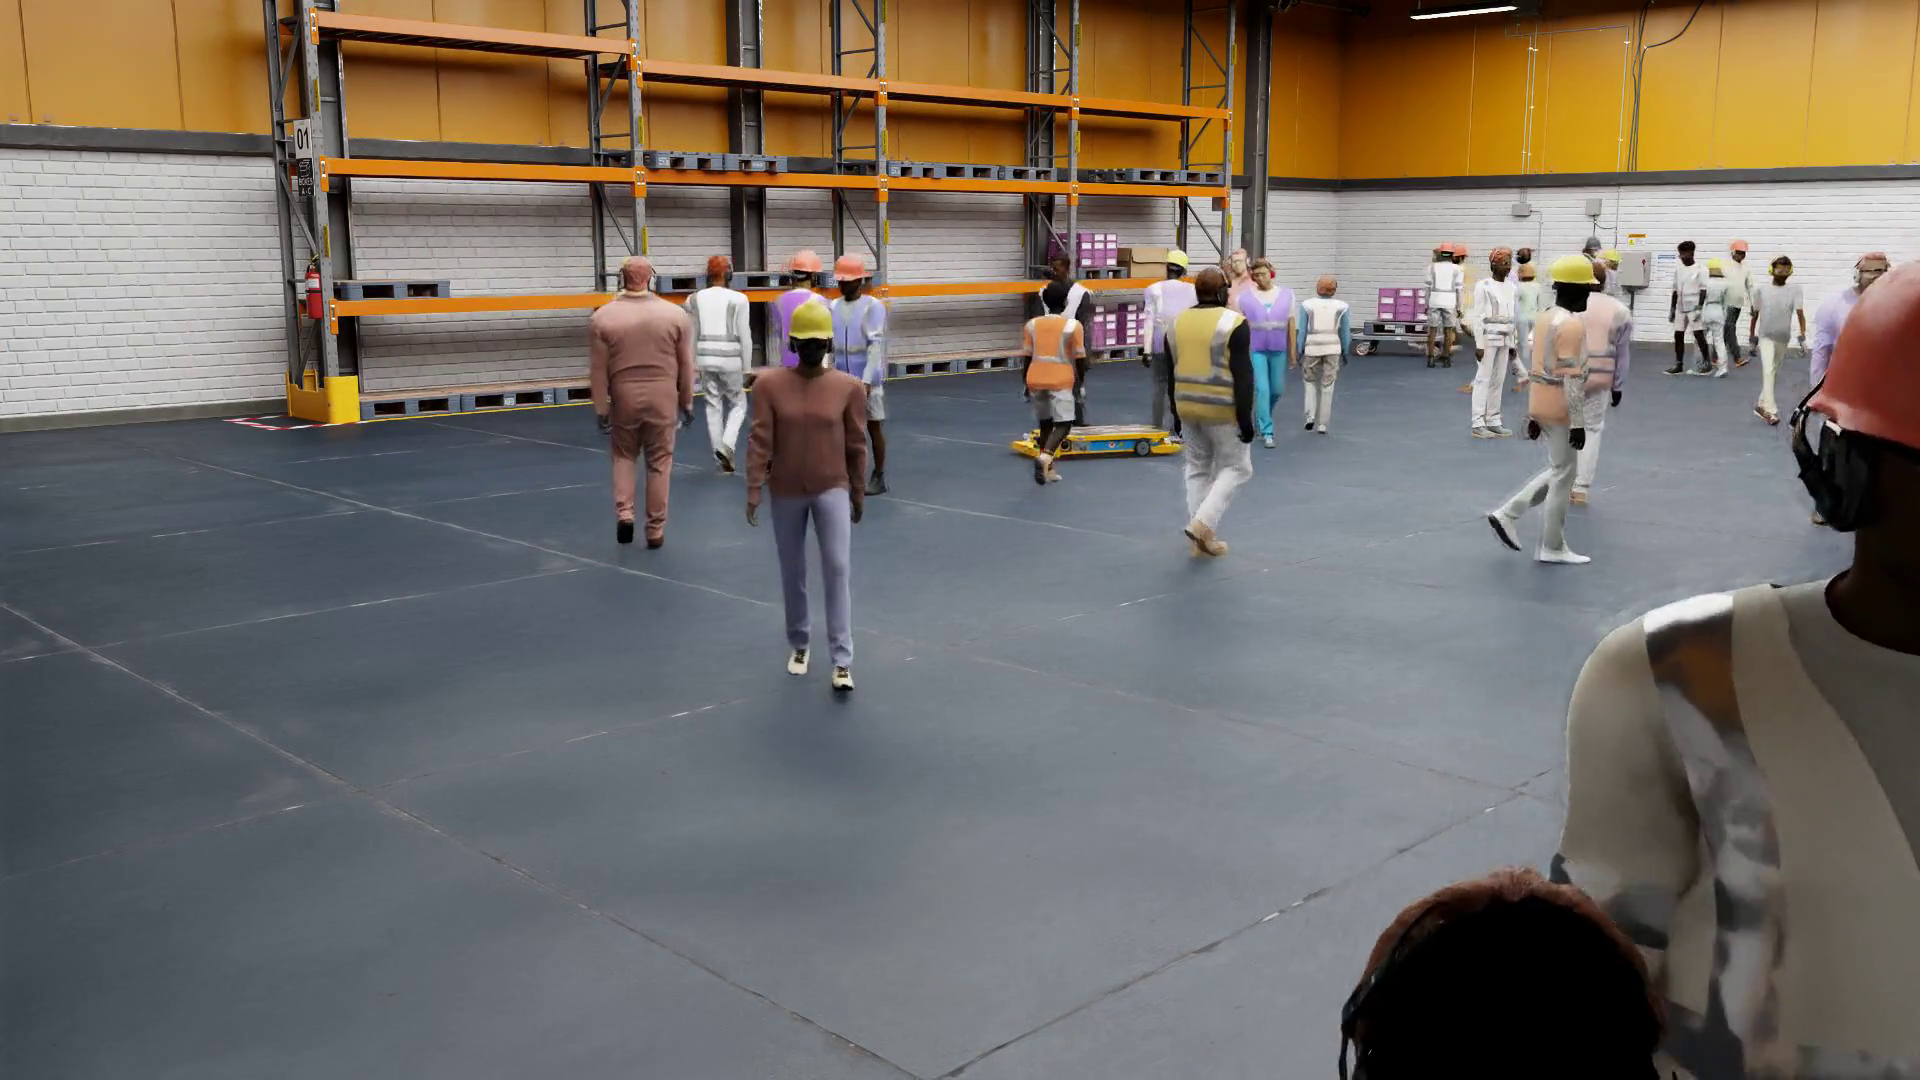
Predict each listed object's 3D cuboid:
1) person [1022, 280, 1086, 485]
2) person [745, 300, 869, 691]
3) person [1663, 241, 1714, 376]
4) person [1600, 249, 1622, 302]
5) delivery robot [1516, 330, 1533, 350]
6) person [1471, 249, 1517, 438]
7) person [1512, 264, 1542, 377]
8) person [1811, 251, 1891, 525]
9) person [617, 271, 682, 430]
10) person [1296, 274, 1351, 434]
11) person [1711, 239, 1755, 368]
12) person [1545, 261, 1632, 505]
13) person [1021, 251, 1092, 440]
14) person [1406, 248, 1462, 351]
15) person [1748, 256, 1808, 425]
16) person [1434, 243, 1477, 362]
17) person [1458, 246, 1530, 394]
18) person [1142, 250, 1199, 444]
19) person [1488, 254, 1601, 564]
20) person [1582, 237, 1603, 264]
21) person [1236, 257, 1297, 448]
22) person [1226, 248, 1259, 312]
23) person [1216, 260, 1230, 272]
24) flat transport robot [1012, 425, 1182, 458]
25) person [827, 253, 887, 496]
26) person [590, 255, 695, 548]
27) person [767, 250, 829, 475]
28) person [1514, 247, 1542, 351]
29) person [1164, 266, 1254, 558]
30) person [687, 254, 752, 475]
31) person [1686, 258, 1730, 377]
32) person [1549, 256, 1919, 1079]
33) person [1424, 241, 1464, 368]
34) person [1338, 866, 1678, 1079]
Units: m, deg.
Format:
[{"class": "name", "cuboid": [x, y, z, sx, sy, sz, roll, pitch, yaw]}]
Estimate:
[{"class": "person", "cuboid": [0.703, -1.233, 13.288, 0.537, 1.676, 0.659, 6, 12, 29]}, {"class": "person", "cuboid": [-0.678, -0.184, 7.408, 0.546, 1.732, 0.852, -1, 10, -3]}, {"class": "person", "cuboid": [10.551, -3.334, 23.984, 0.559, 1.945, 0.763, -4, 11, -22]}, {"class": "person", "cuboid": [10.861, -3.947, 27.758, 0.696, 1.774, 0.874, -9, 14, -41]}, {"class": "delivery robot", "cuboid": [9.373, -3.221, 26.909, 0.707, 0.478, 0.477, 2, 11, 10]}, {"class": "person", "cuboid": [5.371, -1.964, 16.687, 0.575, 1.883, 0.355, -7, 13, -34]}, {"class": "person", "cuboid": [7.959, -3.109, 23.629, 0.531, 1.610, 0.582, -5, 12, -27]}, {"class": "person", "cuboid": [6.291, -1.049, 11.625, 0.643, 1.911, 0.411, 2, 11, 10]}, {"class": "person", "cuboid": [-3.065, -1.869, 16.429, 0.897, 1.790, 0.614, -9, 14, -40]}, {"class": "person", "cuboid": [3.724, -1.903, 17.039, 0.546, 1.619, 0.460, 2, 11, 11]}, {"class": "person", "cuboid": [11.881, -3.580, 25.394, 0.655, 1.911, 0.998, -3, 11, -17]}, {"class": "person", "cuboid": [4.684, -1.177, 12.540, 0.661, 1.828, 0.487, 1, 10, 7]}, {"class": "person", "cuboid": [0.908, -1.793, 15.812, 1.010, 1.858, 0.590, -9, 14, -41]}, {"class": "person", "cuboid": [8.404, -4.215, 29.210, 0.962, 1.800, 0.524, 3, 11, 15]}, {"class": "person", "cuboid": [8.843, -2.168, 18.026, 0.533, 1.813, 1.021, 2, 11, 12]}, {"class": "person", "cuboid": [7.976, -3.727, 26.275, 0.890, 1.908, 0.553, 7, 13, 35]}, {"class": "person", "cuboid": [6.916, -2.799, 21.224, 1.010, 1.897, 0.647, -1, 10, -5]}, {"class": "person", "cuboid": [2.067, -1.900, 16.369, 0.632, 1.860, 0.922, -1, 10, -3]}, {"class": "person", "cuboid": [3.629, -0.789, 10.201, 0.505, 1.911, 0.594, 1, 10, 6]}, {"class": "person", "cuboid": [11.068, -4.347, 29.251, 0.537, 2.000, 0.703, 8, 13, 38]}, {"class": "person", "cuboid": [2.943, -1.817, 16.069, 0.598, 1.814, 0.737, 0, 10, -1]}, {"class": "person", "cuboid": [3.156, -2.354, 18.800, 0.655, 1.883, 0.537, 1, 10, 8]}, {"class": "person", "cuboid": [4.143, -3.599, 26.296, 0.531, 1.619, 0.341, 9, 13, 39]}, {"class": "flat transport robot", "cuboid": [1.267, -0.920, 15.388, 1.431, 0.197, 0.652, -4, 11, -19]}, {"class": "person", "cuboid": [-0.851, -1.228, 12.674, 0.544, 1.883, 0.970, 5, 12, 27]}, {"class": "person", "cuboid": [-2.041, -0.883, 10.776, 0.647, 1.892, 0.442, -1, 10, -7]}, {"class": "person", "cuboid": [-1.335, -1.456, 13.862, 0.552, 1.908, 0.890, 6, 12, 28]}, {"class": "person", "cuboid": [9.847, -4.179, 28.965, 0.681, 1.809, 0.626, 2, 10, 8]}, {"class": "person", "cuboid": [1.553, -0.776, 10.348, 0.445, 1.831, 0.652, -10, 14, -43]}, {"class": "person", "cuboid": [-2.016, -1.457, 13.972, 0.574, 1.869, 0.495, 2, 11, 13]}, {"class": "person", "cuboid": [10.812, -3.194, 23.885, 0.499, 1.701, 0.882, -1, 10, -3]}, {"class": "person", "cuboid": [0.906, 0.729, 1.608, 0.630, 2.014, 0.776, 1, 10, 4]}, {"class": "person", "cuboid": [7.396, -3.599, 25.465, 0.573, 1.927, 0.409, 3, 11, 17]}, {"class": "person", "cuboid": [0.331, 1.012, 1.132, 0.526, 1.638, 0.337, 1, 10, 6]}]
